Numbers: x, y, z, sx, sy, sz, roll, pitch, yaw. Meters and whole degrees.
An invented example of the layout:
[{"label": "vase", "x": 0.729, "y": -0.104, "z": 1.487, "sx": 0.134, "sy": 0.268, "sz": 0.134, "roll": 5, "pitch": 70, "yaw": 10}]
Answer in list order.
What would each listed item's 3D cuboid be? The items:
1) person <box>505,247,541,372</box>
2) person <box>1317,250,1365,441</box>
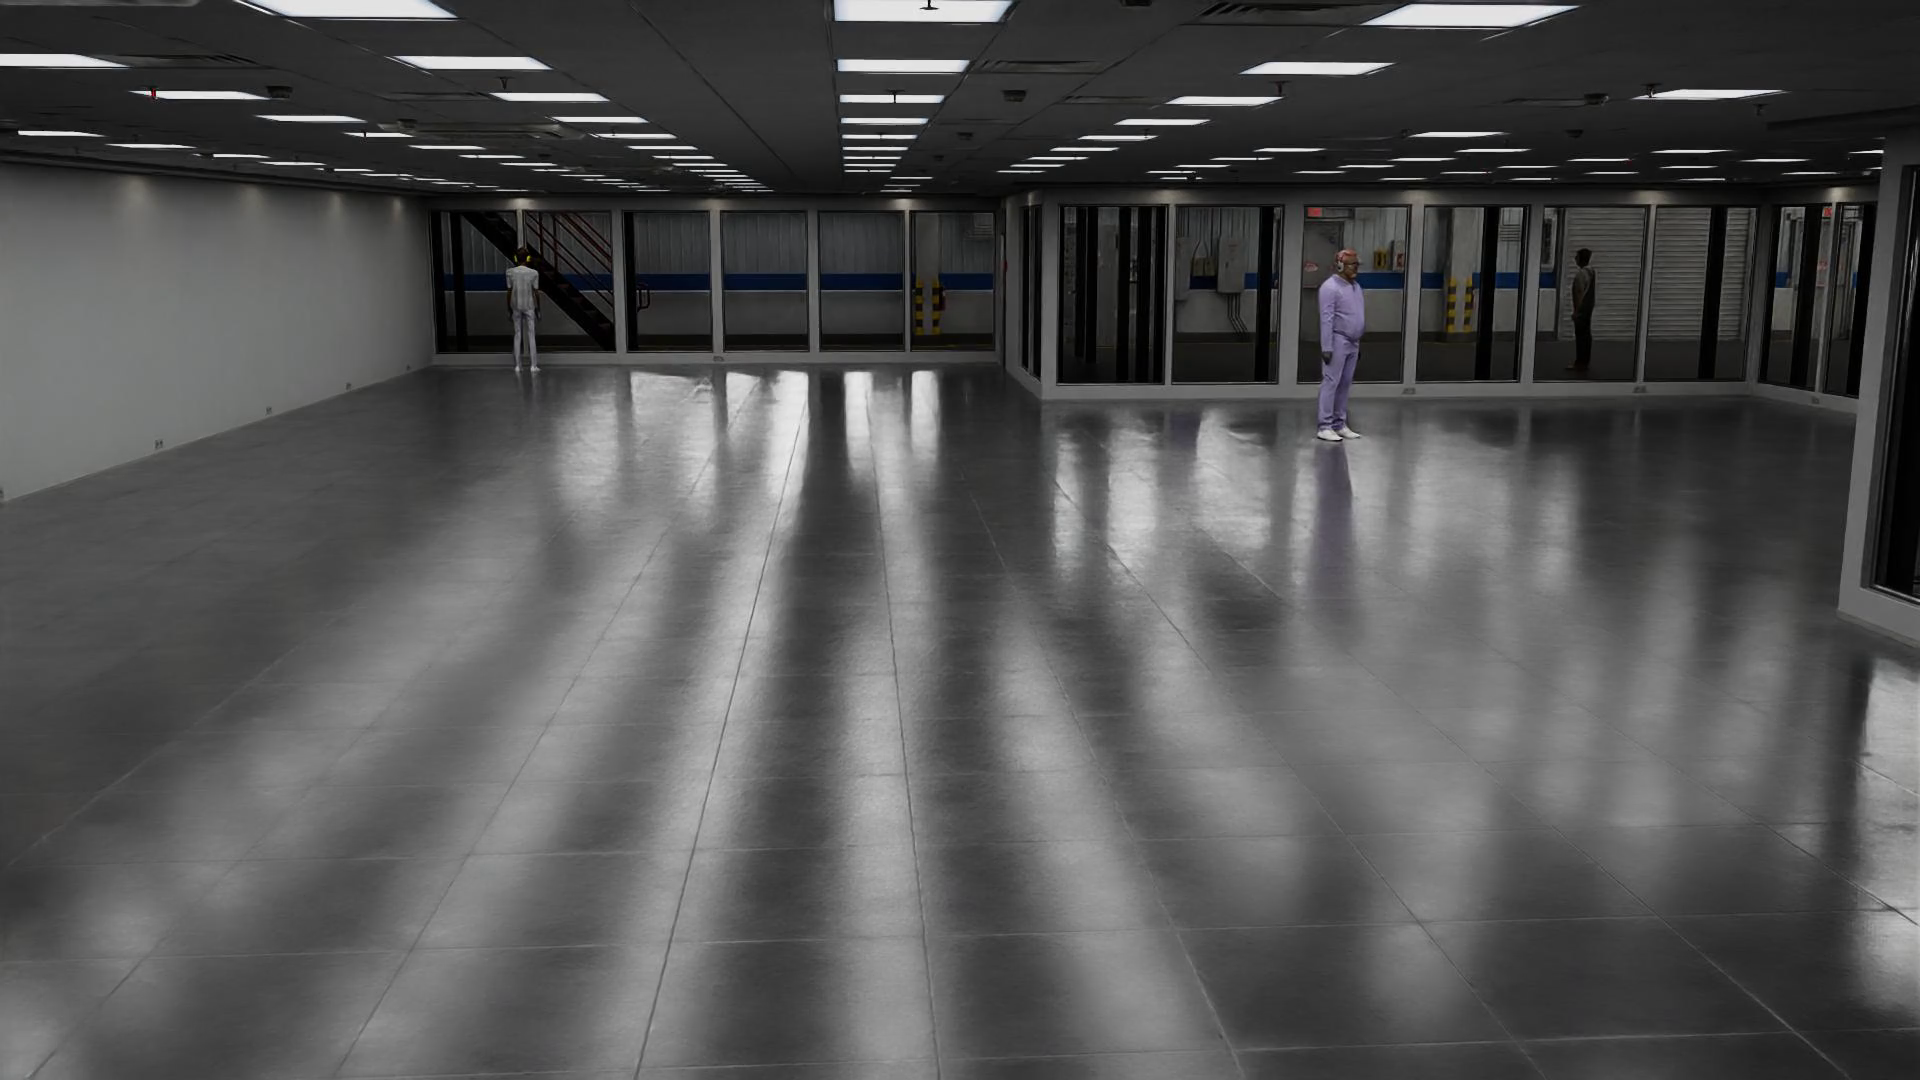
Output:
[{"label": "person", "x": -6.517, "y": -3.429, "z": 24.829, "sx": 0.504, "sy": 1.861, "sz": 0.329, "roll": -1, "pitch": 11, "yaw": -6}, {"label": "person", "x": 3.856, "y": -1.953, "z": 16.719, "sx": 0.401, "sy": 1.906, "sz": 0.649, "roll": 10, "pitch": 14, "yaw": 42}]
